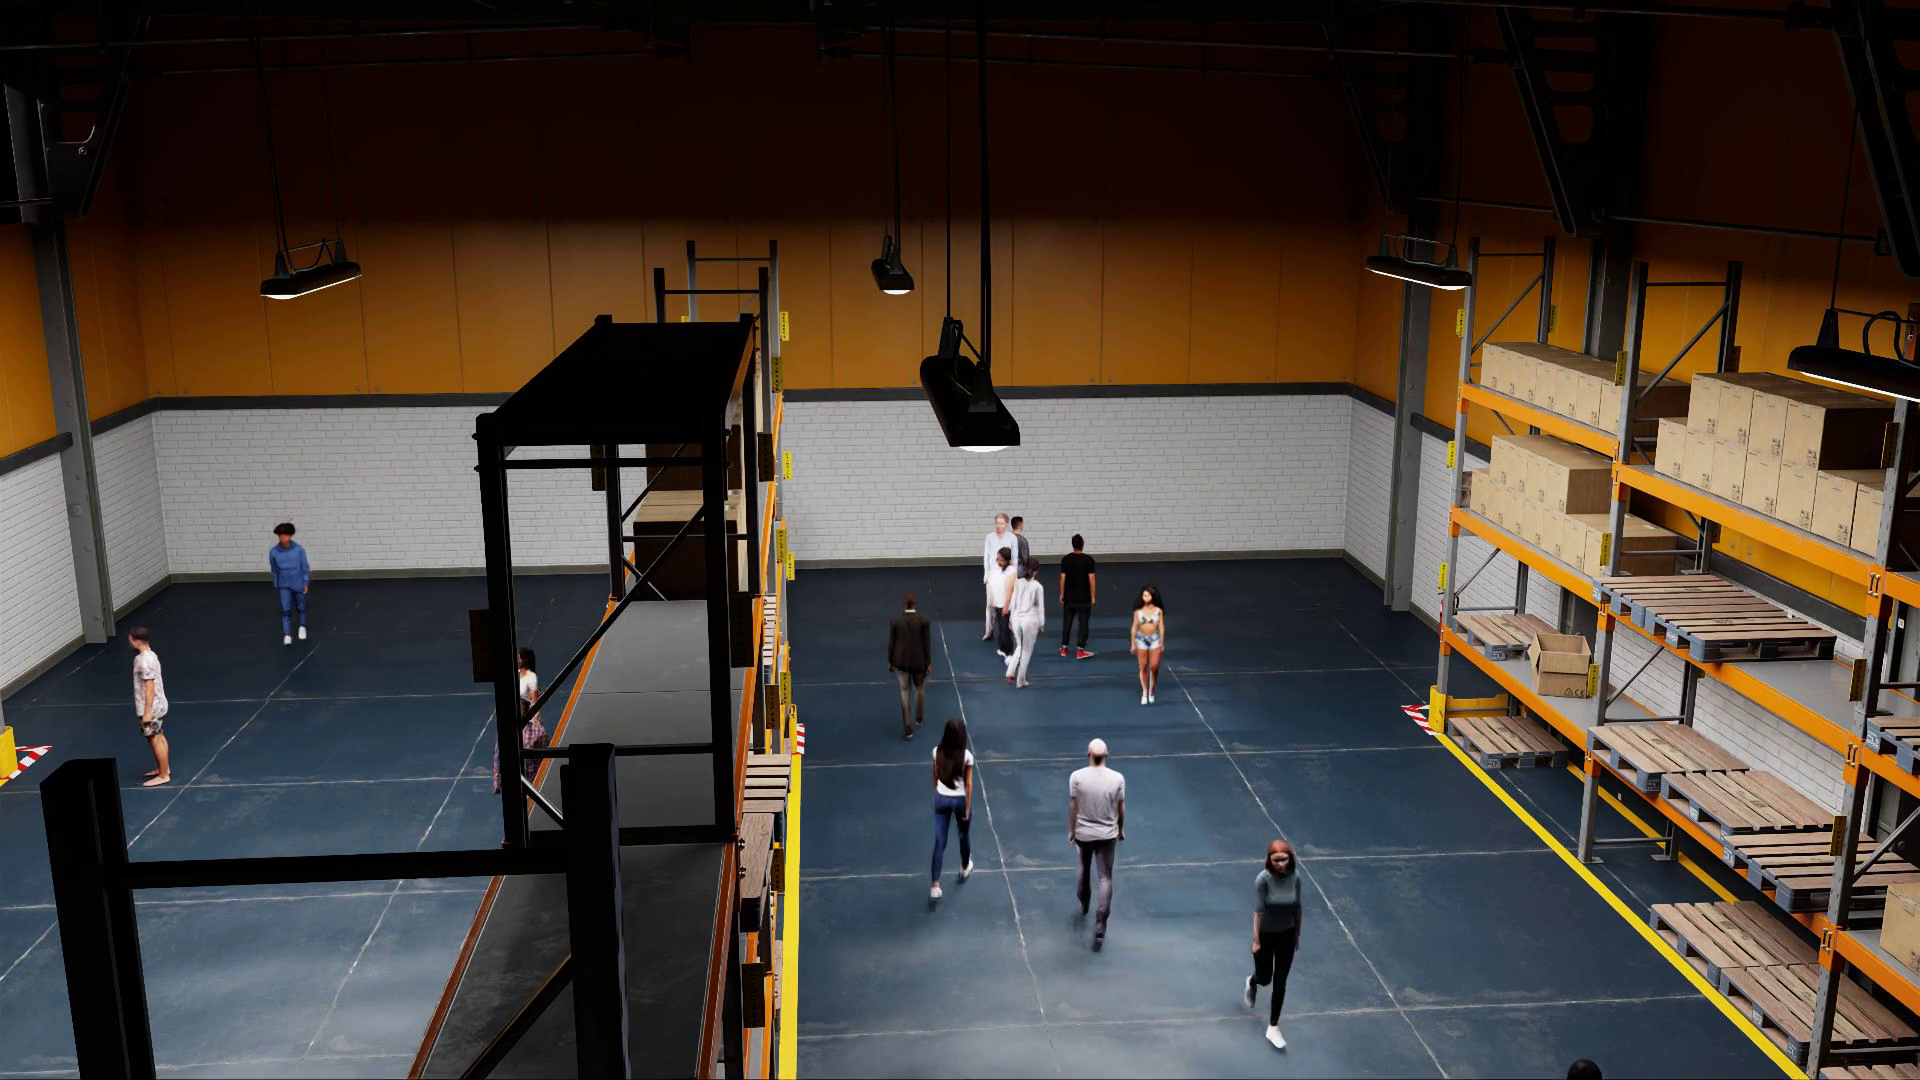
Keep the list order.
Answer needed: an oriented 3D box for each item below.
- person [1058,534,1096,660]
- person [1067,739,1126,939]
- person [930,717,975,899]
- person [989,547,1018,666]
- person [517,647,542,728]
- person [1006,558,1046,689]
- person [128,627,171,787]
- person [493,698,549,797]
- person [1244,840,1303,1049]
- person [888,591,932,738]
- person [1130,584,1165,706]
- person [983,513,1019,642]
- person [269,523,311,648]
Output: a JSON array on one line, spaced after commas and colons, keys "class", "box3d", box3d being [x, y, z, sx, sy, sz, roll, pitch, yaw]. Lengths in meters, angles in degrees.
[{"class": "person", "box3d": [1.648, 0.794, 23.248, 0.763, 1.743, 0.737, 6, 15, 23]}, {"class": "person", "box3d": [1.238, 2.729, 15.119, 0.829, 1.808, 1.256, 1, 14, 6]}, {"class": "person", "box3d": [-0.116, 2.586, 15.865, 0.923, 1.735, 1.246, 4, 14, 18]}, {"class": "person", "box3d": [0.616, 0.859, 23.154, 0.874, 1.661, 0.623, 0, 14, 1]}, {"class": "person", "box3d": [-4.808, 1.976, 18.602, 0.867, 1.633, 0.927, 11, 18, 39]}, {"class": "person", "box3d": [0.824, 1.130, 21.843, 0.820, 1.751, 0.881, 8, 16, 28]}, {"class": "person", "box3d": [-9.113, 1.847, 18.745, 0.785, 1.815, 0.601, -5, 14, -20]}, {"class": "person", "box3d": [-4.346, 2.400, 16.618, 0.843, 1.743, 1.192, 1, 14, 6]}, {"class": "person", "box3d": [2.494, 3.186, 13.408, 0.666, 1.727, 0.936, -4, 14, -14]}, {"class": "person", "box3d": [-0.607, 1.528, 20.160, 0.739, 1.771, 1.015, 0, 14, 1]}, {"class": "person", "box3d": [2.429, 1.327, 21.325, 0.668, 1.612, 0.718, 3, 14, 13]}, {"class": "person", "box3d": [0.587, 0.522, 24.055, 0.703, 1.893, 0.646, 2, 14, 7]}, {"class": "person", "box3d": [-9.593, 0.617, 23.930, 0.872, 1.767, 1.190, -5, 14, -19]}]
